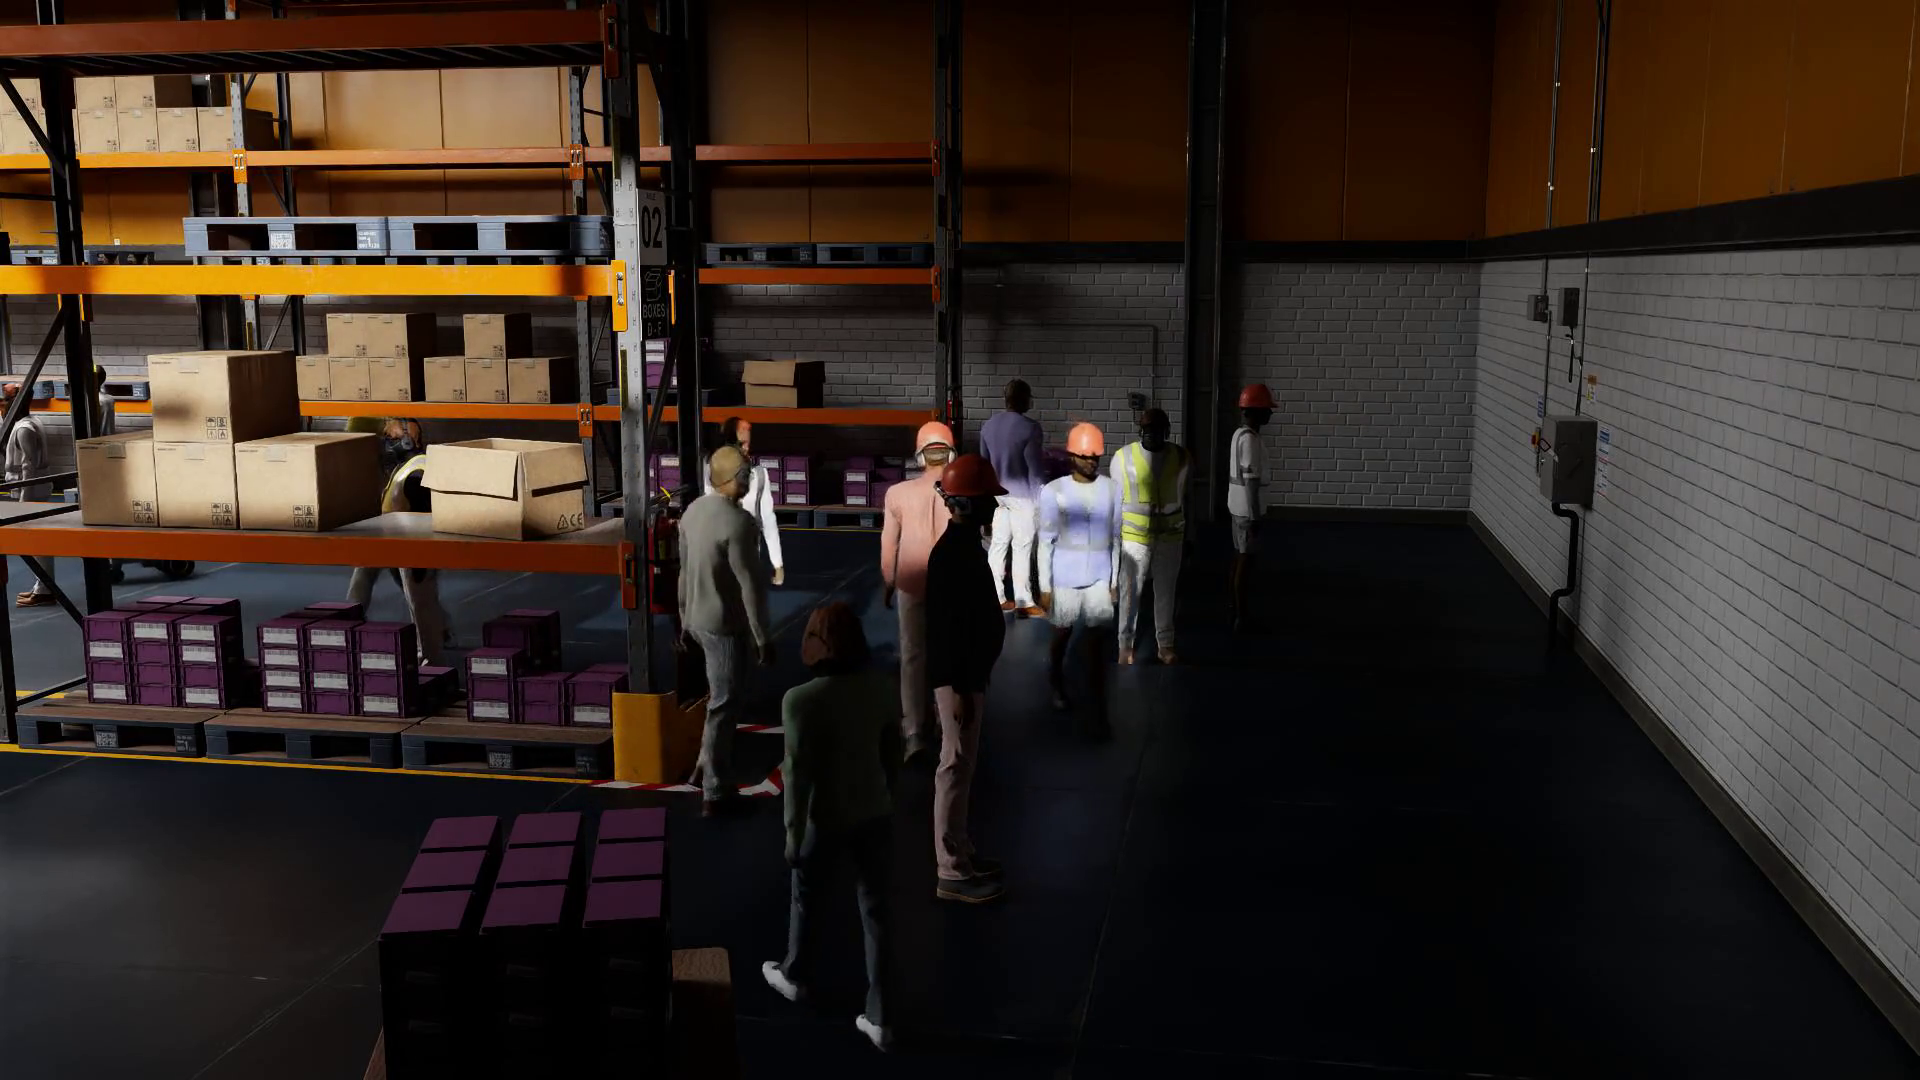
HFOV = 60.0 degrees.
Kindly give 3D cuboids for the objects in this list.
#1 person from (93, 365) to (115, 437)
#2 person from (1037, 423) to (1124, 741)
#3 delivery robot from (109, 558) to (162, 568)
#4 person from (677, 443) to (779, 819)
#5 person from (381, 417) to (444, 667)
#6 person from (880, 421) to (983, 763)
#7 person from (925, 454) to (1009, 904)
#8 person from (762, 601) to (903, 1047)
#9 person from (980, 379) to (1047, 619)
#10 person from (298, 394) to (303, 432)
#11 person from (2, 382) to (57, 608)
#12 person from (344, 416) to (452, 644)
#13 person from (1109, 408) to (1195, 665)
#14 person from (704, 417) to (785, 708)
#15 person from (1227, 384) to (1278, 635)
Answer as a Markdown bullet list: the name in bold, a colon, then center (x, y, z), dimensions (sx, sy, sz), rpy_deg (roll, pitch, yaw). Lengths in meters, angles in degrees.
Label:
- **person**: center (-8.765, -0.860, 16.932), dimensions (0.316, 1.875, 0.531), rpy_deg (-1, 9, -7)
- **person**: center (0.732, 0.211, 10.283), dimensions (0.565, 1.900, 0.986), rpy_deg (-2, 9, -11)
- **delivery robot**: center (-7.422, 0.044, 15.117), dimensions (0.707, 0.478, 0.477), rpy_deg (-7, 11, -36)
- **person**: center (-1.190, 0.467, 8.558), dimensions (0.468, 1.913, 0.689), rpy_deg (-5, 10, -28)
- **person**: center (-3.668, 0.091, 11.169), dimensions (0.429, 1.836, 0.626), rpy_deg (-4, 10, -24)
- **person**: center (-0.177, 0.290, 9.647), dimensions (0.619, 1.939, 1.041), rpy_deg (1, 9, 5)
- **person**: center (0.029, 0.607, 7.460), dimensions (0.377, 1.995, 0.608), rpy_deg (1, 9, 3)
- **person**: center (-0.480, 1.010, 6.168), dimensions (0.537, 1.597, 0.802), rpy_deg (-6, 11, -32)
- **person**: center (0.432, -0.332, 13.464), dimensions (0.629, 1.939, 0.372), rpy_deg (9, 13, 43)
- **person**: center (-7.298, -1.010, 17.709), dimensions (0.591, 1.923, 0.381), rpy_deg (-2, 9, -10)
- **person**: center (-7.798, -0.380, 13.931), dimensions (0.355, 1.883, 0.573), rpy_deg (-4, 10, -23)
- **person**: center (-4.218, -0.027, 12.096), dimensions (0.979, 1.784, 0.605), rpy_deg (-3, 10, -17)
- **person**: center (1.368, -0.020, 11.835), dimensions (0.631, 1.839, 0.428), rpy_deg (-1, 9, -6)
- **person**: center (-1.375, 0.154, 10.668), dimensions (0.609, 1.861, 0.778), rpy_deg (-8, 12, -42)
- **person**: center (2.260, -0.240, 12.891), dimensions (0.362, 1.939, 0.542), rpy_deg (0, 9, 1)
